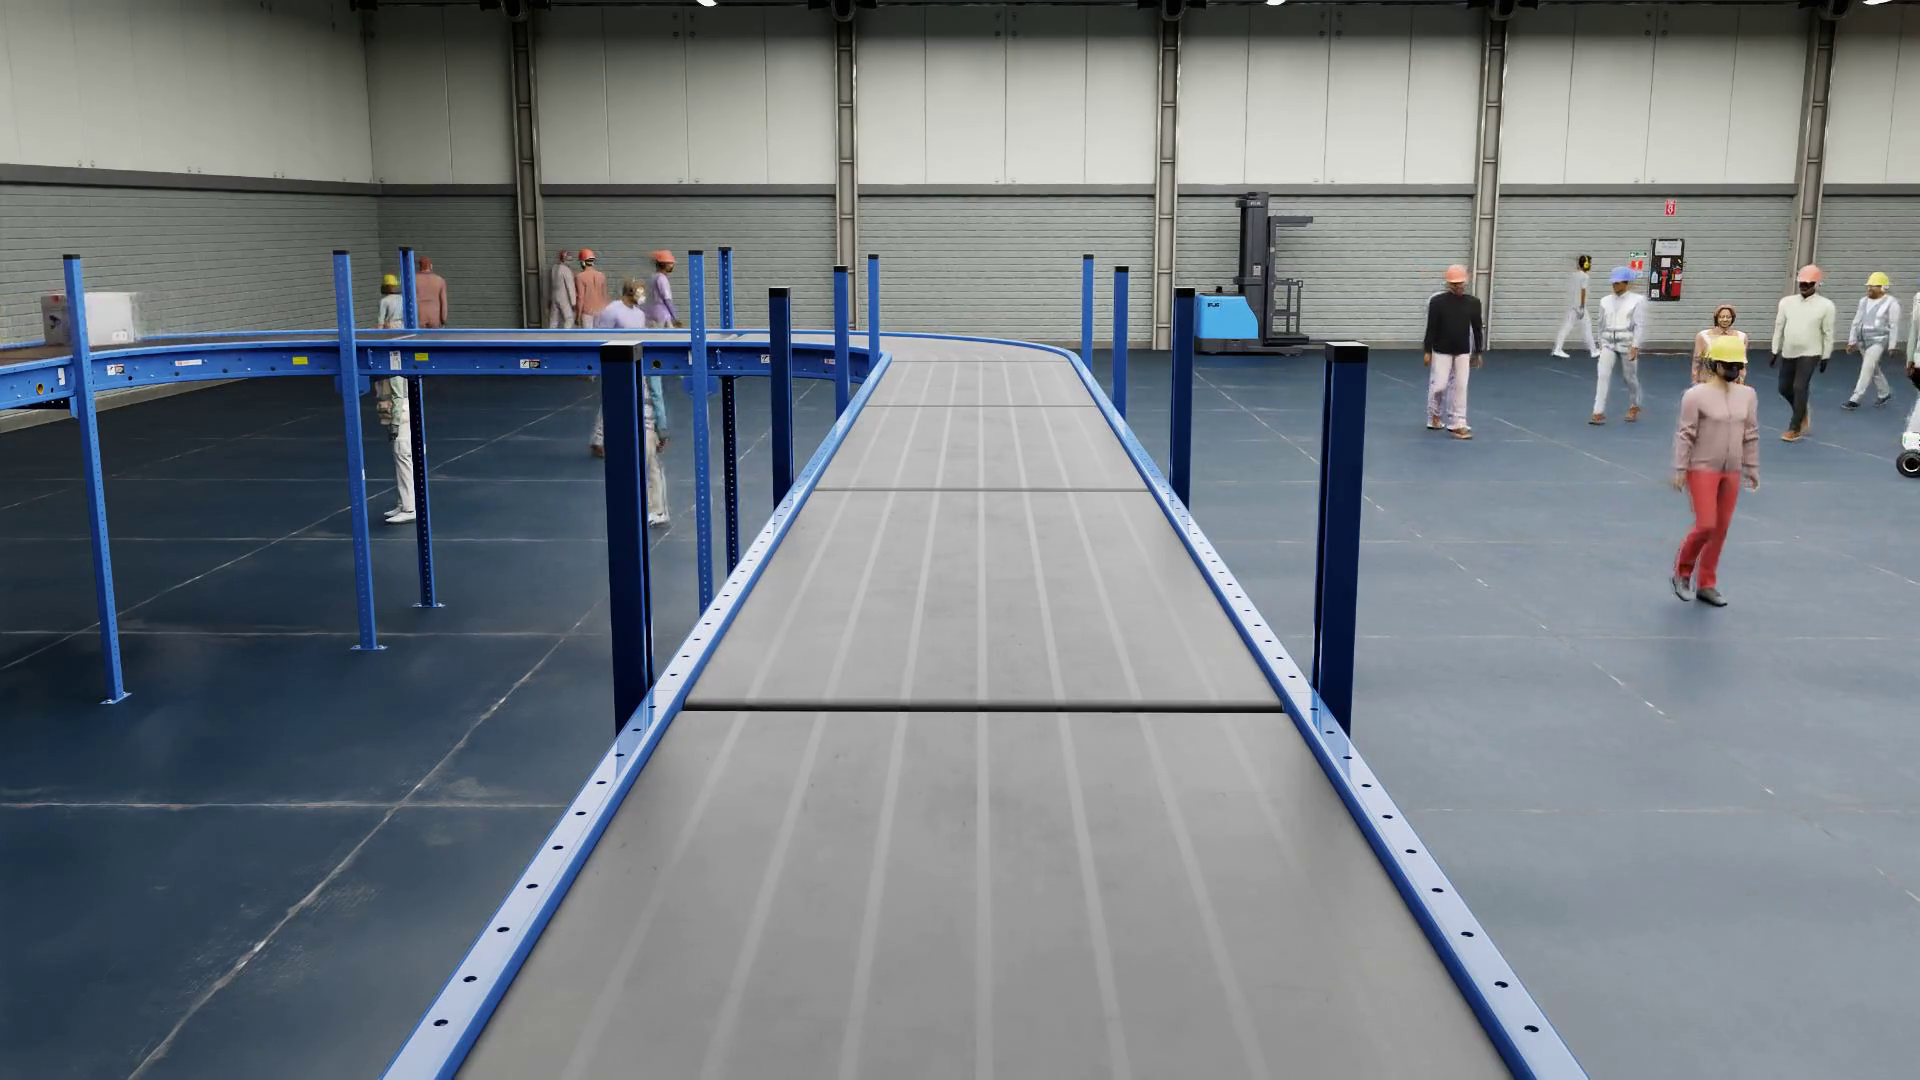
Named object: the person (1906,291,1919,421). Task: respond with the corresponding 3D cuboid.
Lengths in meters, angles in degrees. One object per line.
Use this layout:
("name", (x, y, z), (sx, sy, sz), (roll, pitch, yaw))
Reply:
("person", (11.994, -2.451, 20.543), (0.519, 1.962, 0.659), (-3, 11, -15))

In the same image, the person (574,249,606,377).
("person", (-5.848, -3.586, 26.271), (0.396, 1.993, 0.618), (7, 13, 33))

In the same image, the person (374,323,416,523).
("person", (-4.651, -0.967, 13.732), (0.309, 1.640, 0.513), (-4, 12, -19))

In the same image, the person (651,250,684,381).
("person", (-4.545, -3.402, 25.356), (1.037, 1.999, 0.617), (-2, 11, -8))

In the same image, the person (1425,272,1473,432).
("person", (5.780, -2.239, 19.585), (0.403, 1.904, 0.651), (-7, 13, -33))

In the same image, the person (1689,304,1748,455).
("person", (7.573, -1.533, 16.633), (0.513, 1.642, 0.313), (2, 11, 11))

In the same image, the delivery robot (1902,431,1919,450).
("delivery robot", (9.568, -0.921, 16.144), (0.707, 0.478, 0.477), (9, 14, 39))

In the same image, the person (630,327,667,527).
("person", (-2.607, -0.894, 13.375), (0.537, 1.619, 0.549), (-7, 13, -33))

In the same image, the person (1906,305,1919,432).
("person", (10.775, -1.980, 18.262), (1.015, 1.890, 0.626), (-4, 12, -18))

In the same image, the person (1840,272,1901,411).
("person", (11.987, -2.615, 21.804), (0.913, 1.798, 0.593), (-3, 12, -17))

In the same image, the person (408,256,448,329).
("person", (-8.505, -3.584, 26.541), (0.657, 1.886, 0.598), (-4, 12, -22))

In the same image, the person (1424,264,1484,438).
("person", (5.640, -2.167, 19.026), (0.674, 1.969, 0.559), (-1, 11, -4))

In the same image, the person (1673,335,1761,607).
("person", (4.899, -0.438, 10.735), (0.527, 1.756, 0.376), (-3, 11, -15))

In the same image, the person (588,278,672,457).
("person", (-3.485, -1.781, 17.315), (0.995, 1.867, 0.697), (4, 12, 19))

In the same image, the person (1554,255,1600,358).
("person", (11.103, -4.172, 29.740), (1.004, 1.821, 0.543), (-2, 11, -10))

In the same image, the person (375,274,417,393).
("person", (-7.962, -2.884, 23.428), (0.891, 1.698, 0.501), (5, 12, 25))

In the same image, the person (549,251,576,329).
("person", (-7.496, -4.490, 31.273), (0.723, 1.865, 0.471), (10, 15, 43))

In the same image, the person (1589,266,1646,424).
("person", (8.078, -2.386, 20.332), (0.599, 1.912, 0.971), (10, 15, 42))

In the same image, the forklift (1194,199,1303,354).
("forklift", (5.313, -4.851, 30.603), (1.873, 2.768, 1.129), (0, 11, 1))

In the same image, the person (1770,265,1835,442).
("person", (9.562, -2.131, 18.859), (0.748, 1.971, 0.624), (-9, 14, -40))
